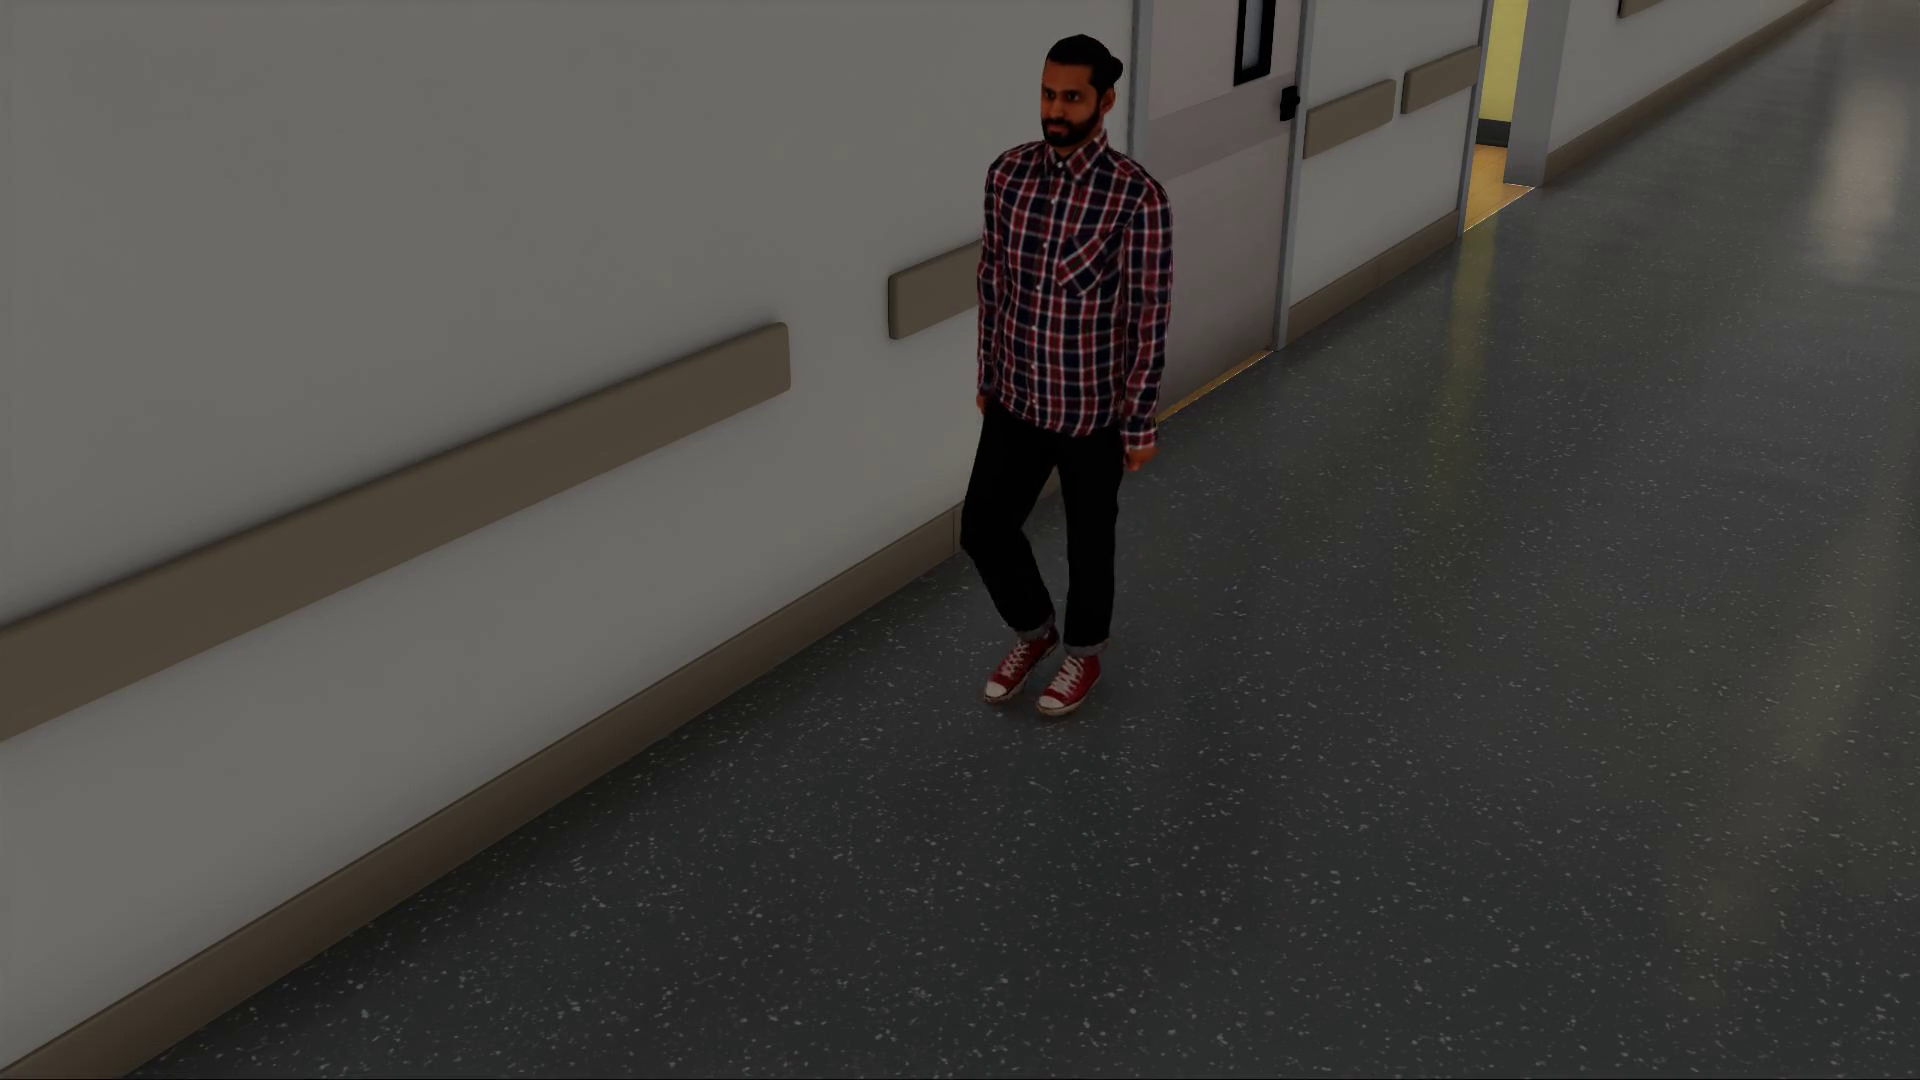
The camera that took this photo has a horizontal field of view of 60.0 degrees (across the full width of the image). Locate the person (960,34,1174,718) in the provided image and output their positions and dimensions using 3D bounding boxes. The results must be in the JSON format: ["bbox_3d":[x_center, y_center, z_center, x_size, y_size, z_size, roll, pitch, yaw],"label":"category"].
[{"bbox_3d":[0.300,-0.393,4.237,0.561,1.749,0.782,15,30,29],"label":"person"}]
